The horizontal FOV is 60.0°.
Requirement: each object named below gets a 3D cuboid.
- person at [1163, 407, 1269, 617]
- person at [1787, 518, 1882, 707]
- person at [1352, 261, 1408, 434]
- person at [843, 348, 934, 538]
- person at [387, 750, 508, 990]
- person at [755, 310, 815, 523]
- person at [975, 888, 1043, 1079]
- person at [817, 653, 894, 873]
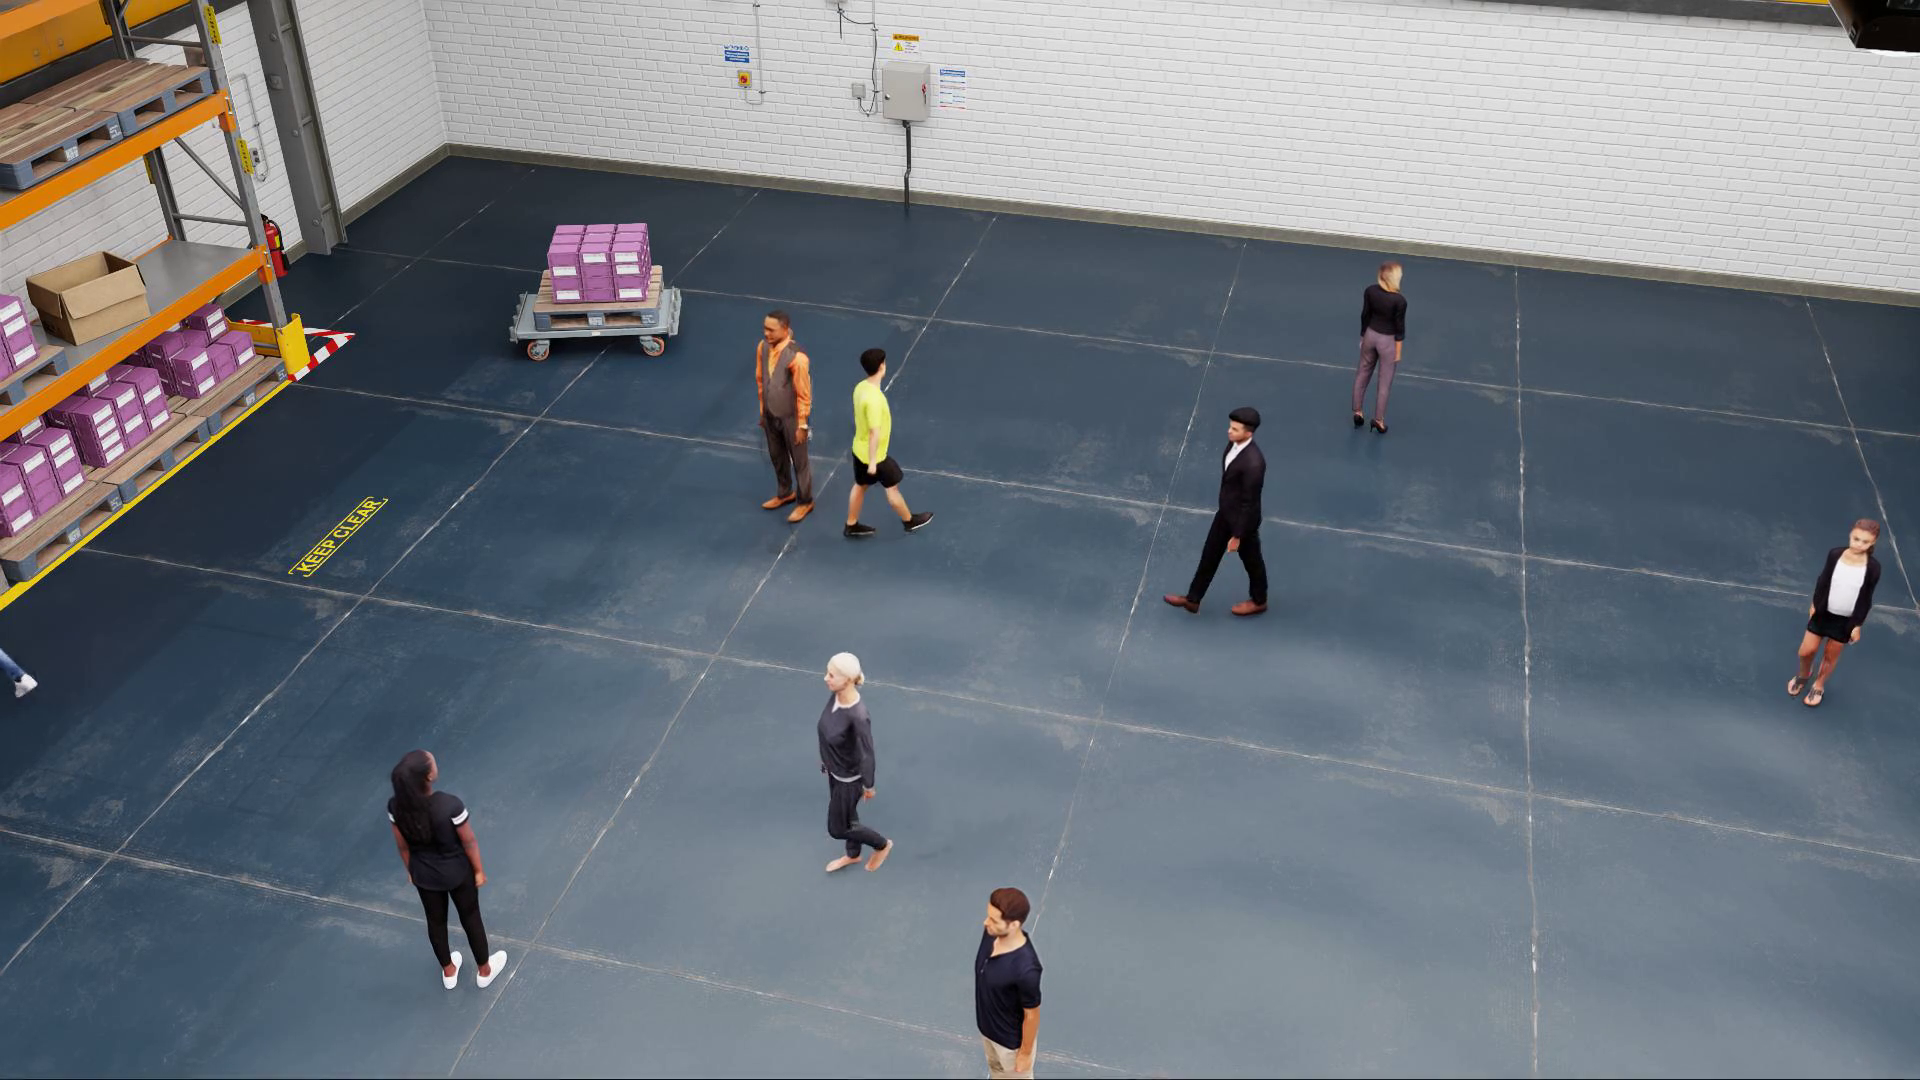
[{"bbox_3d":[2.212,-0.187,12.574,1.065,1.846,1.136,-5,34,-8],"label":"person"},{"bbox_3d":[6.276,0.484,11.837,0.638,1.543,0.676,23,40,31],"label":"person"},{"bbox_3d":[3.796,-1.742,15.074,0.692,1.668,0.678,-28,43,-35],"label":"person"},{"bbox_3d":[-0.804,-0.728,13.554,1.051,1.663,1.054,-10,35,-14],"label":"person"},{"bbox_3d":[-2.964,1.896,9.539,0.657,1.737,0.629,2,34,3],"label":"person"},{"bbox_3d":[-1.443,-1.048,13.814,0.790,1.907,0.770,25,41,32],"label":"person"},{"bbox_3d":[0.246,2.480,8.551,0.771,1.857,0.701,-17,37,-23],"label":"person"},{"bbox_3d":[-0.633,1.383,10.330,0.827,1.715,0.762,-13,36,-18],"label":"person"}]
